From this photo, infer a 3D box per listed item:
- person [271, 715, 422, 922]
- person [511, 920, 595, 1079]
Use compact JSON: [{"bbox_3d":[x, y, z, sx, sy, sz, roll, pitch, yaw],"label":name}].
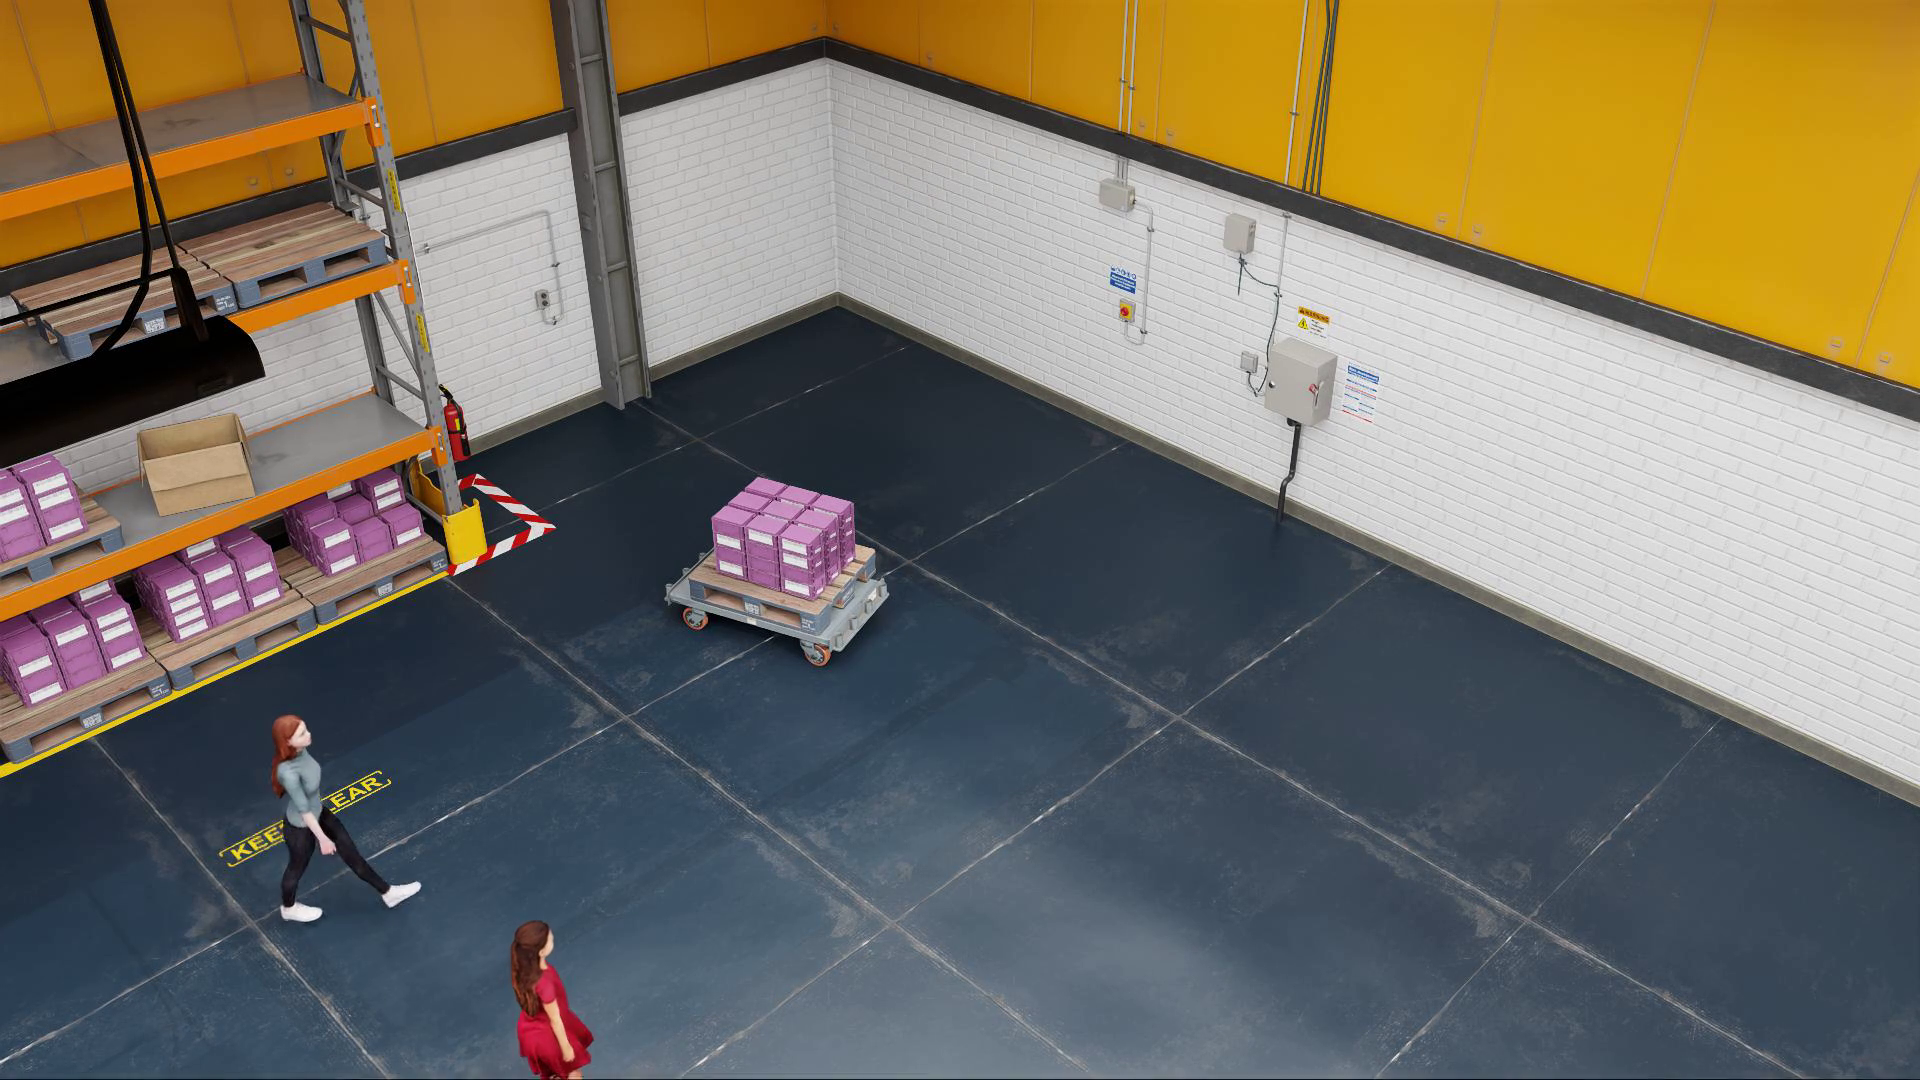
[{"bbox_3d":[-4.212,1.832,10.542,1.201,1.688,1.032,-5,34,-8],"label":"person"},{"bbox_3d":[-2.318,2.745,9.294,0.649,1.549,0.604,-23,40,-30],"label":"person"}]
